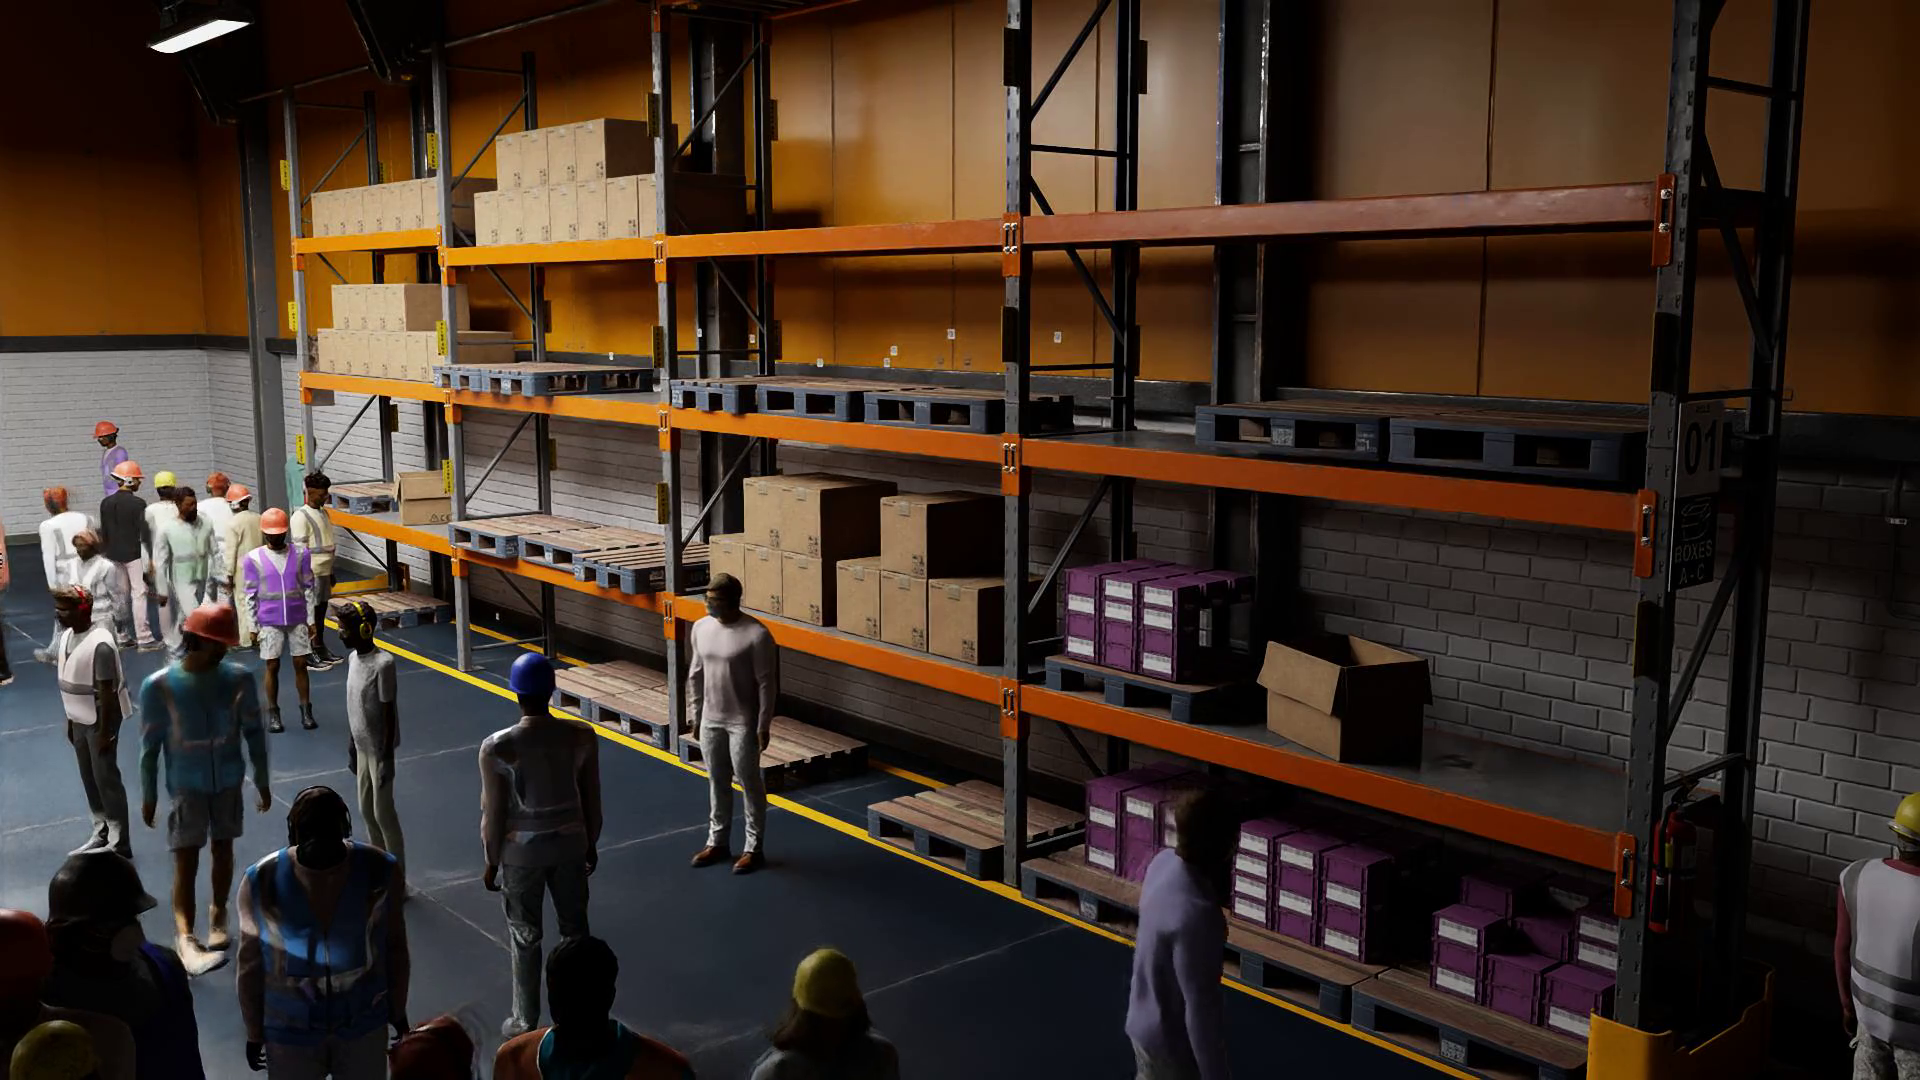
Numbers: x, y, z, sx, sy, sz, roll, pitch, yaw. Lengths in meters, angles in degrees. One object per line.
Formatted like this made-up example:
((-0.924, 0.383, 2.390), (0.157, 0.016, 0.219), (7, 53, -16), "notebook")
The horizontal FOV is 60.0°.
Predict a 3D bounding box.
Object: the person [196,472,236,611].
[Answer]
((-7.772, 0.222, 17.417), (0.616, 1.862, 0.412), (-5, 9, -29), "person")

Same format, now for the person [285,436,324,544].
((-8.456, -0.415, 21.588), (0.635, 1.936, 0.355), (4, 9, 27), "person")

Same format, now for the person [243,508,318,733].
((-5.736, 0.677, 14.065), (0.548, 1.924, 0.390), (-5, 10, -32), "person")

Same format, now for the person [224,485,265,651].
((-7.476, 0.291, 17.360), (0.353, 1.743, 0.566), (2, 9, 16), "person")

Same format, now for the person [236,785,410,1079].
((-2.400, 1.830, 6.315), (0.620, 1.845, 0.430), (-4, 9, -24), "person")

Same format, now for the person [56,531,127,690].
((-7.775, 0.719, 14.876), (0.513, 1.594, 0.864), (2, 9, 17), "person")

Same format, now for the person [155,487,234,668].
((-7.389, 0.417, 16.054), (1.021, 1.862, 0.597), (4, 9, 24), "person")

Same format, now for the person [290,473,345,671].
((-6.381, 0.304, 16.516), (0.377, 1.959, 0.603), (0, 8, 2), "person")

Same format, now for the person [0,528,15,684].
((-9.270, 0.409, 15.824), (0.439, 1.952, 0.747), (-3, 9, -21), "person")

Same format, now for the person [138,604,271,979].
((-4.072, 1.362, 9.075), (0.647, 1.985, 0.887), (-7, 11, -42), "person")

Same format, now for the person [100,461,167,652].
((-8.629, 0.174, 17.313), (0.610, 1.989, 0.392), (3, 9, 21), "person")

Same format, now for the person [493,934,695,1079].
((-1.034, 2.025, 4.691), (0.587, 1.920, 0.391), (1, 8, 6), "person")

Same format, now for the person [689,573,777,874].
((-1.458, 1.160, 10.644), (0.629, 1.936, 0.371), (5, 9, 29), "person")

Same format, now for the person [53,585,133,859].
((-5.618, 1.190, 10.804), (0.560, 1.837, 0.388), (6, 10, 38), "person")

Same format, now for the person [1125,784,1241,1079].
((0.910, 1.830, 6.050), (0.781, 1.910, 0.650), (1, 8, 4), "person")

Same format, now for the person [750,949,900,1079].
((-0.424, 2.060, 5.172), (0.492, 1.717, 0.813), (-4, 9, -28), "person")

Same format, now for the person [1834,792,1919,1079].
((3.624, 1.833, 6.325), (0.404, 1.831, 0.600), (-3, 9, -21), "person")

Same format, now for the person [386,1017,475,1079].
((-1.325, 2.112, 4.352), (0.588, 1.837, 0.889), (4, 9, 26), "person")

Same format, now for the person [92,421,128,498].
((-11.492, -0.599, 22.575), (0.609, 2.029, 0.408), (8, 11, 42), "person")

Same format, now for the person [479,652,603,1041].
((-2.047, 1.513, 8.157), (0.605, 1.947, 0.383), (-5, 10, -33), "person")

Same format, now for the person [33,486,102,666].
((-8.773, 0.375, 16.458), (0.947, 1.832, 0.694), (5, 10, 33), "person")

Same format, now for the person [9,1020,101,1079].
((-2.404, 2.146, 4.505), (0.488, 1.737, 0.323), (2, 8, 13), "person")

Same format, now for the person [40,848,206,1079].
((-2.504, 1.919, 5.008), (0.538, 2.000, 0.683), (3, 9, 19), "person")

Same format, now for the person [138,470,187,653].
((-8.209, 0.223, 17.328), (0.597, 1.897, 0.886), (-5, 10, -32), "person")

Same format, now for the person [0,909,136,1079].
((-2.634, 1.991, 4.711), (0.618, 1.985, 0.409), (-3, 9, -22), "person")

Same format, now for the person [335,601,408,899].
((-3.573, 1.285, 10.072), (0.347, 1.855, 0.532), (-8, 11, -44), "person")
